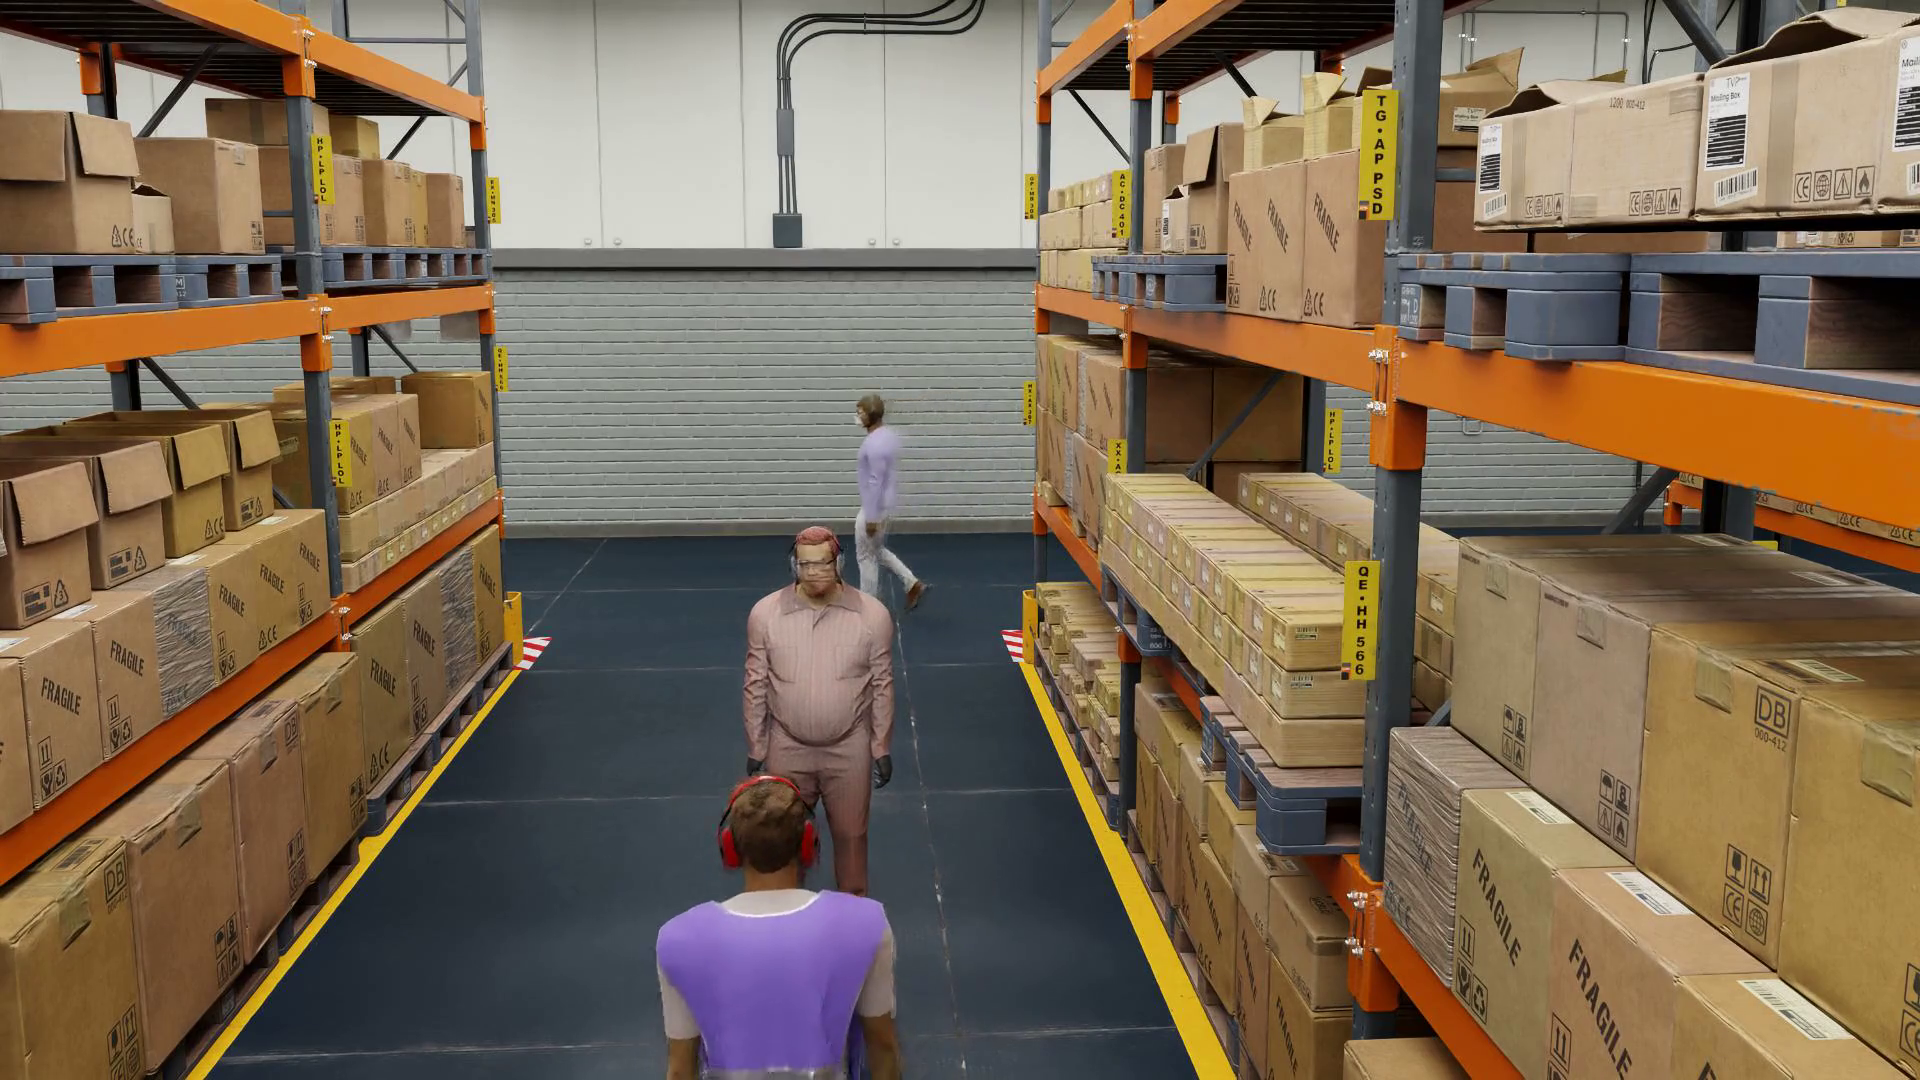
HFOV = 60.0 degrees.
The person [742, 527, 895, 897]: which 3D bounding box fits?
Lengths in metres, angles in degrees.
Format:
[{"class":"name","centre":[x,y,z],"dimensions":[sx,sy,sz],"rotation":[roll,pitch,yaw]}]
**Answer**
[{"class":"person","centre":[-0.604,0.887,7.116],"dimensions":[0.651,1.907,0.409],"rotation":[0,10,-2]}]

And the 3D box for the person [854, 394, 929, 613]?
[{"class":"person","centre":[-0.656,-0.251,13.750],"dimensions":[0.667,1.925,0.643],"rotation":[1,10,4]}]

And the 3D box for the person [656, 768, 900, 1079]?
[{"class":"person","centre":[-0.426,1.468,3.979],"dimensions":[0.575,1.818,0.793],"rotation":[-1,10,-4]}]
